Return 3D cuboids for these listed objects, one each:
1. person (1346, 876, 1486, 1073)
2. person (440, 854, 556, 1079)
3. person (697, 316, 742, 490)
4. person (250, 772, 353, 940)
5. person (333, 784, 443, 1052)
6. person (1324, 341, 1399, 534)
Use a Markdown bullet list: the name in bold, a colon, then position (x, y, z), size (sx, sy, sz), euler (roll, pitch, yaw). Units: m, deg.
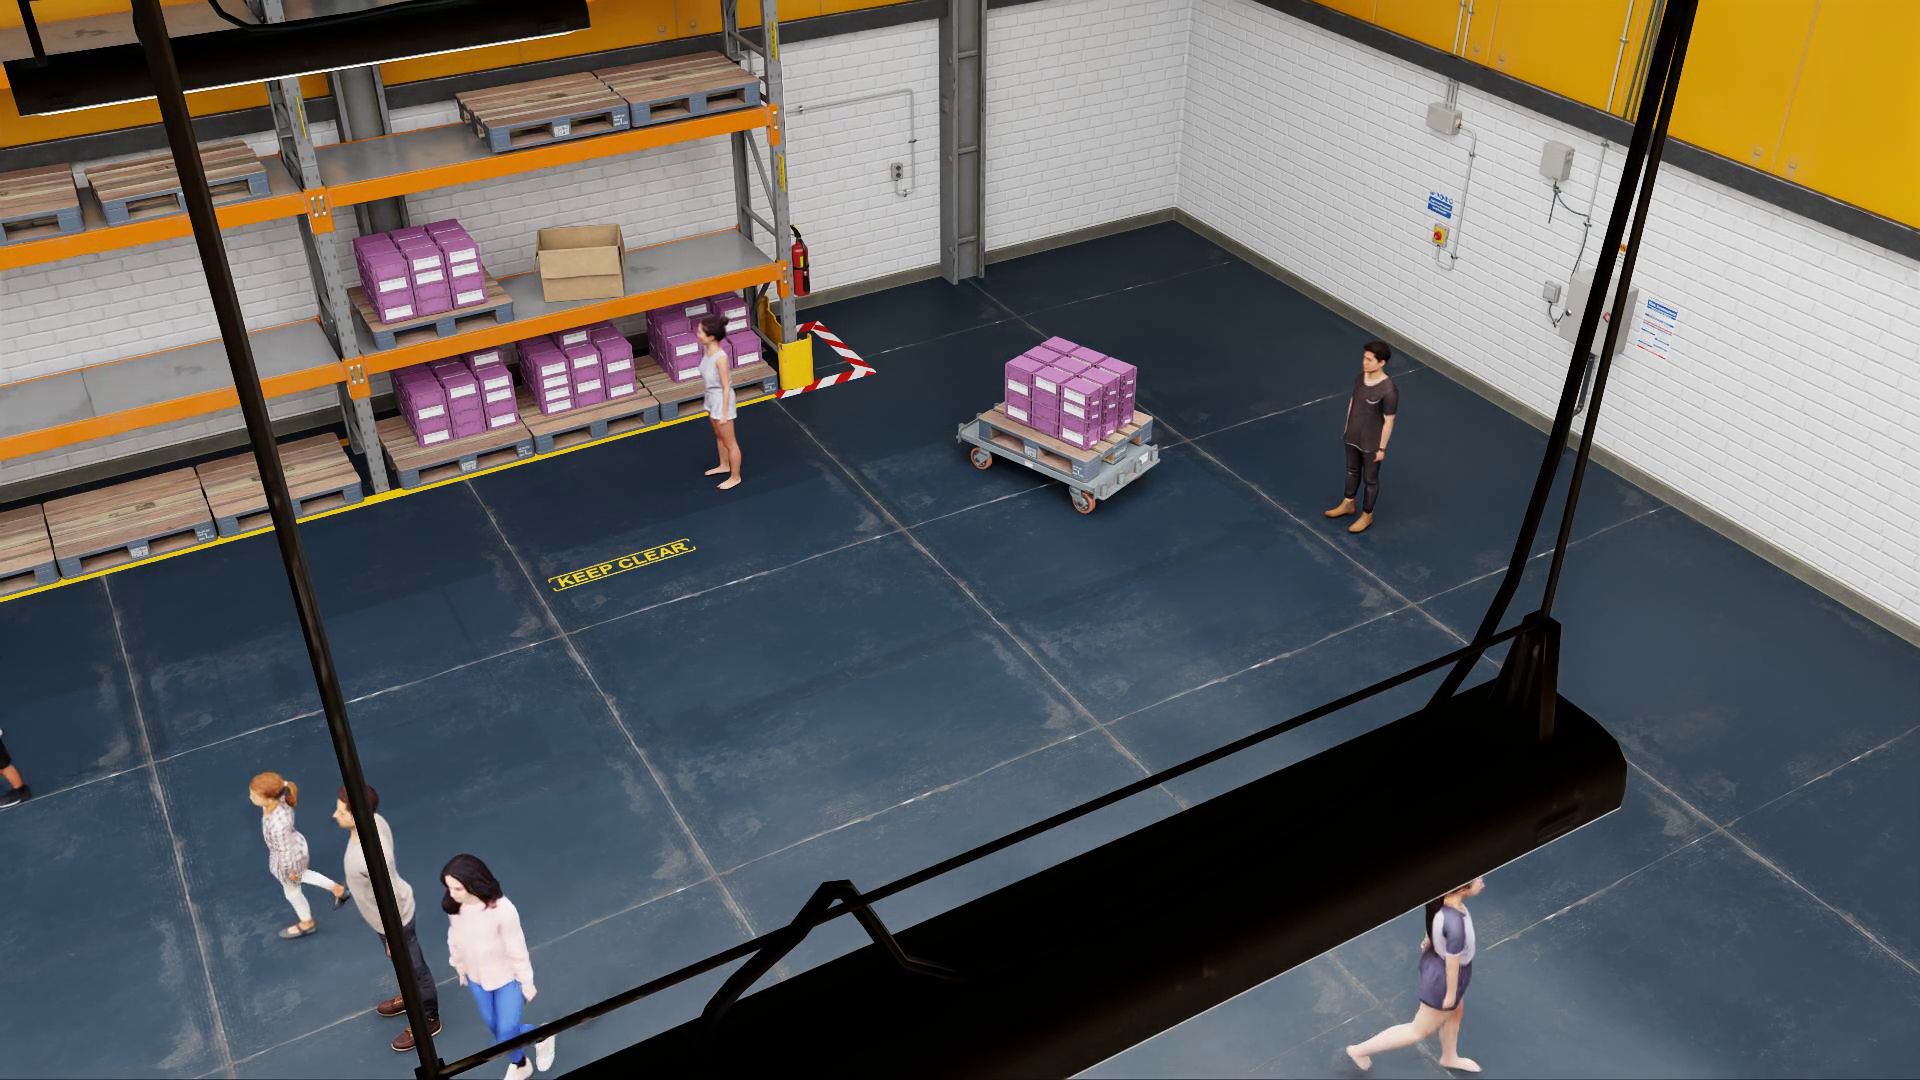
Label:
- **person**: position (2.530, 2.354, 9.029), size (1.099, 1.622, 0.968), euler (4, 34, 5)
- **person**: position (-2.446, 2.302, 8.990), size (0.825, 1.754, 0.876), euler (14, 36, 20)
- **person**: position (-2.077, -1.214, 14.397), size (0.500, 1.623, 0.563), euler (-16, 37, -23)
- **person**: position (-3.979, 1.878, 10.037), size (0.764, 1.300, 0.618), euler (-10, 35, -15)
- **person**: position (-3.169, 2.063, 9.246), size (0.559, 1.867, 0.643), euler (-16, 37, -23)
- **person**: position (3.387, -0.881, 13.811), size (0.537, 1.717, 0.610), euler (-16, 37, -23)
